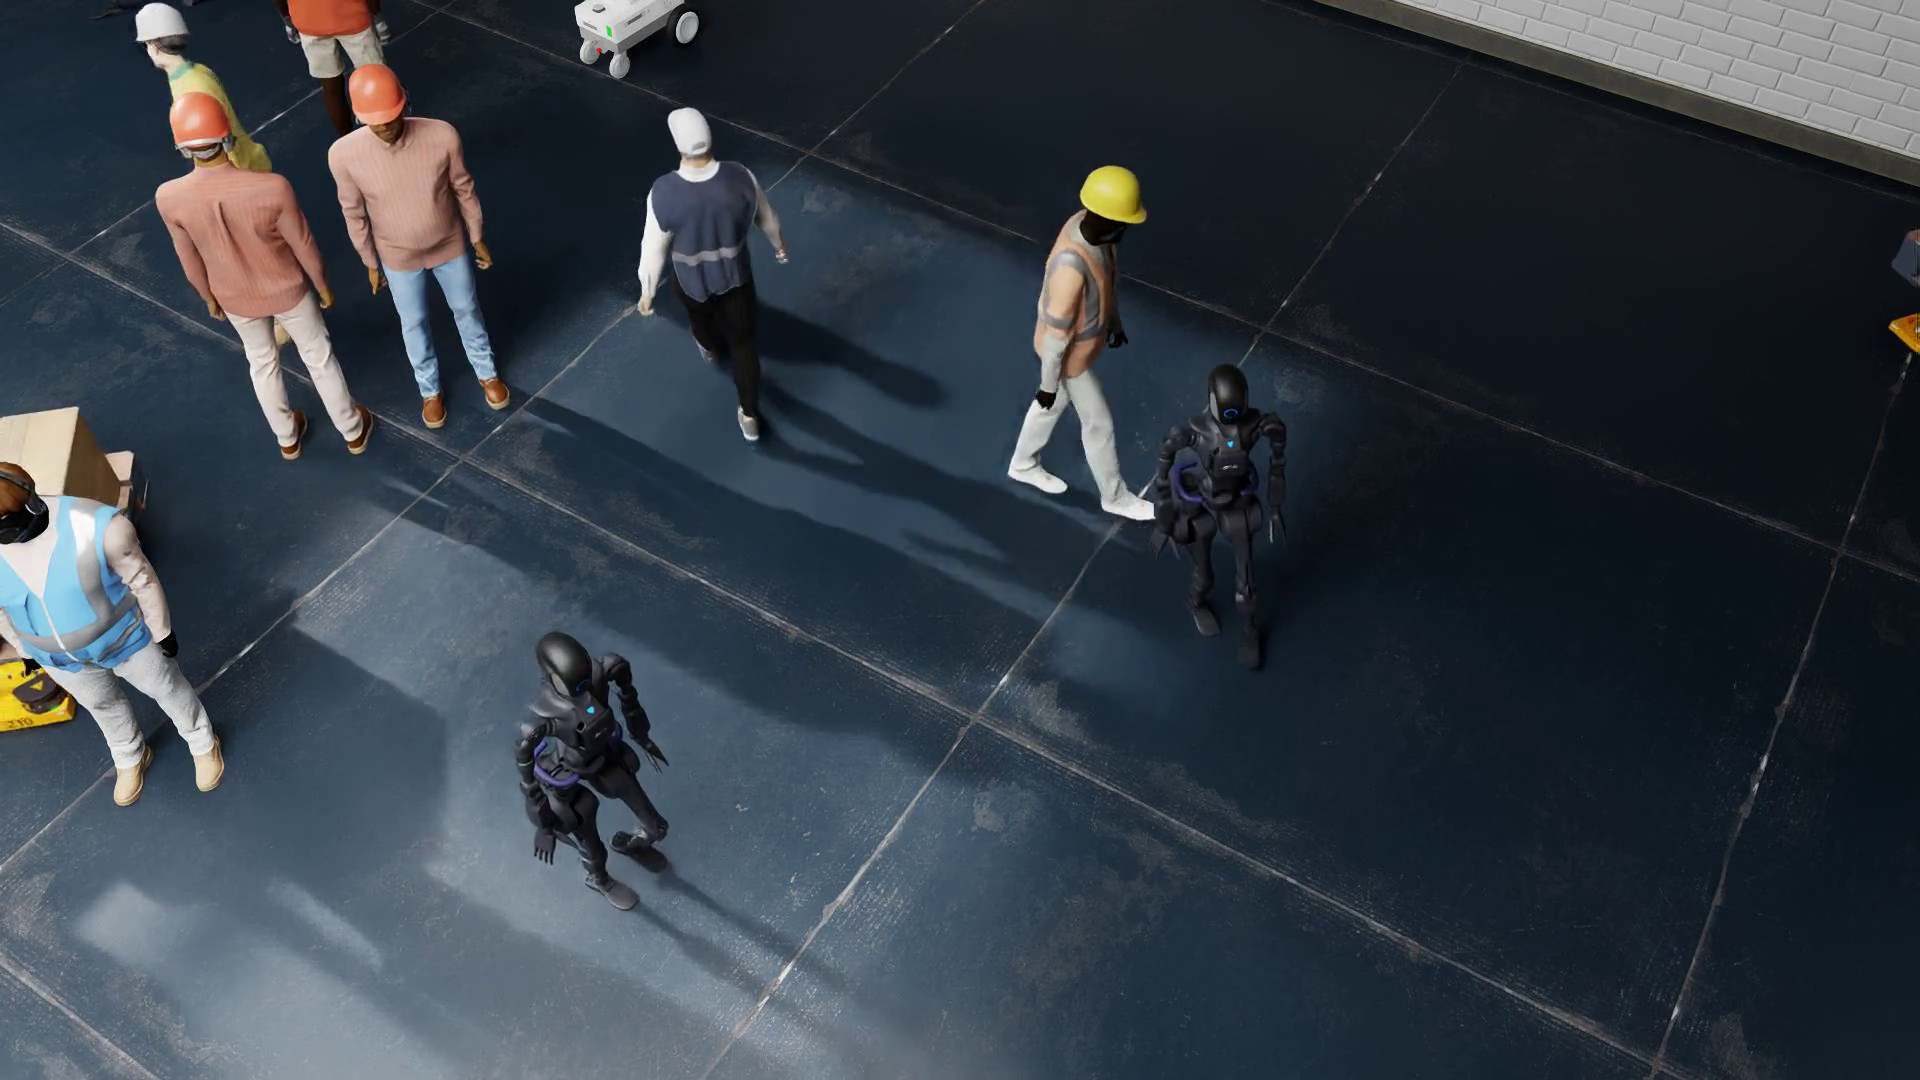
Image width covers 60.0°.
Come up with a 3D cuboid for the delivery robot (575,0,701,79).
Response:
[{"bbox_3d":[-2.062,-3.343,10.560,0.499,0.614,0.803,30,55,24],"label":"delivery robot"}]

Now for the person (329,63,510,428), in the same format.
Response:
[{"bbox_3d":[-2.537,-1.382,7.879,0.610,1.994,0.391,-17,51,-15],"label":"person"}]

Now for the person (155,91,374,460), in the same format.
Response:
[{"bbox_3d":[-3.228,-1.186,7.718,0.613,1.984,0.408,-4,49,-3],"label":"person"}]

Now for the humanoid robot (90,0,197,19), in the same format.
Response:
[{"bbox_3d":[-5.370,-4.051,10.464,0.768,1.647,0.600,-21,52,-17],"label":"humanoid robot"}]

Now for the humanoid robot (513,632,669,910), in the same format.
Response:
[{"bbox_3d":[-1.358,0.872,6.119,0.363,1.643,0.611,30,55,24],"label":"humanoid robot"}]

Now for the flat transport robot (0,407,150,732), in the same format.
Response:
[{"bbox_3d":[-4.331,0.261,7.587,0.659,0.231,1.431,-10,50,-8],"label":"flat transport robot"}]

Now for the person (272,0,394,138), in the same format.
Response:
[{"bbox_3d":[-3.475,-2.910,9.233,0.611,1.963,0.361,0,49,0],"label":"person"}]

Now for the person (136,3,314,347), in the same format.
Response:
[{"bbox_3d":[-3.645,-1.807,8.358,0.383,1.843,0.592,-26,54,-21],"label":"person"}]

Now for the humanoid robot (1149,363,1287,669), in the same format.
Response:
[{"bbox_3d":[1.102,-0.090,6.966,0.604,1.630,0.482,-6,49,-5],"label":"humanoid robot"}]

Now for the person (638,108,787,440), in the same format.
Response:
[{"bbox_3d":[-1.198,-1.331,8.017,0.774,1.707,0.942,-13,50,-11],"label":"person"}]

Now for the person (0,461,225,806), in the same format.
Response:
[{"bbox_3d":[-3.361,0.377,6.443,0.625,1.843,0.429,-8,49,-7],"label":"person"}]

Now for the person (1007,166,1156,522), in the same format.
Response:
[{"bbox_3d":[0.637,-0.861,7.495,0.901,1.880,0.607,11,50,10],"label":"person"}]

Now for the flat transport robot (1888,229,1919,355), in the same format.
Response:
[{"bbox_3d":[5.748,-1.150,8.821,1.431,0.231,0.659,-17,51,-14],"label":"flat transport robot"}]
